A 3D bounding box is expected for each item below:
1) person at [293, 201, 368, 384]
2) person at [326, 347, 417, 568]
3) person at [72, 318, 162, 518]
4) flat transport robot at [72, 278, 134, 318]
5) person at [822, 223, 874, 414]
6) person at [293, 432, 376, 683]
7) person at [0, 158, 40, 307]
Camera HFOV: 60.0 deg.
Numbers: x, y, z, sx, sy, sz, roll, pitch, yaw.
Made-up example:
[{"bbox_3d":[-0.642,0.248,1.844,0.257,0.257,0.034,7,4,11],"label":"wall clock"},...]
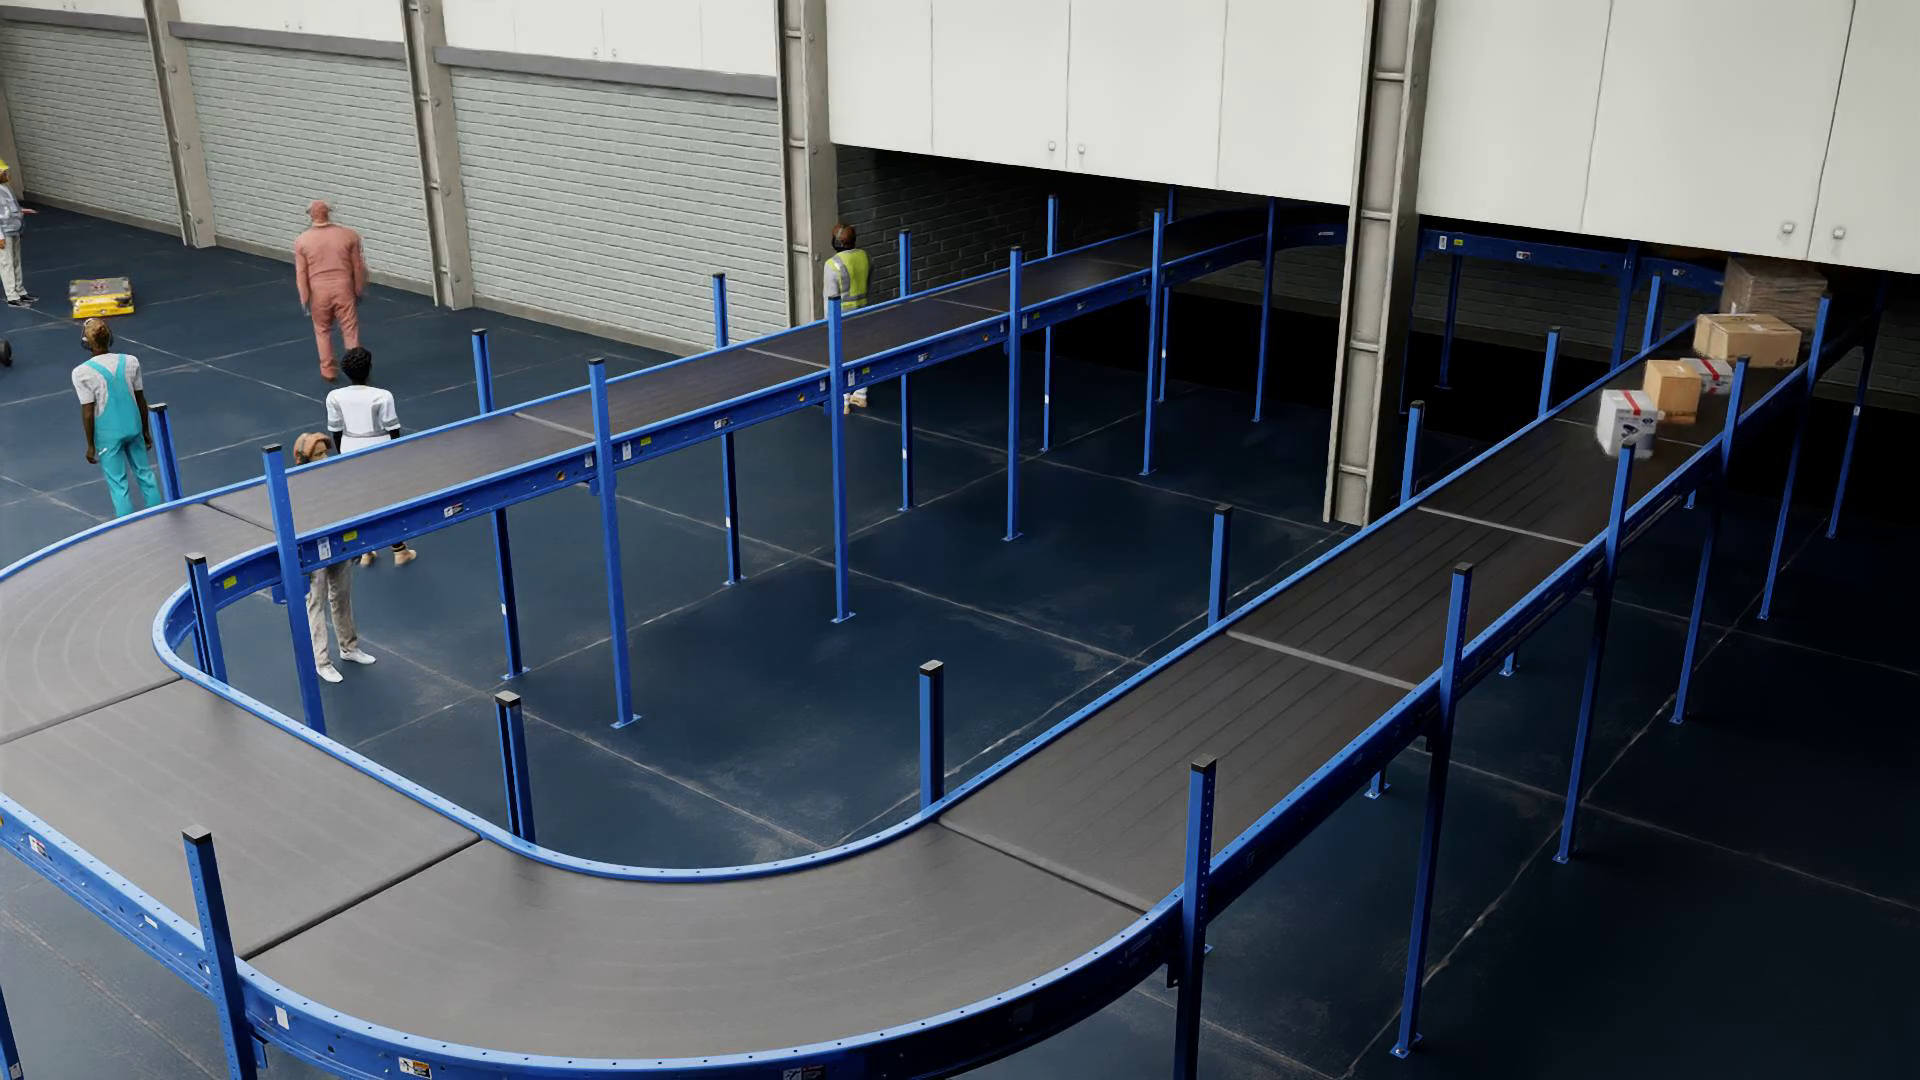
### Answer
[{"bbox_3d":[-6.436,-2.516,17.065,0.671,1.877,0.645,-12,24,-27],"label":"person"},{"bbox_3d":[-4.400,-0.607,12.411,0.529,1.697,0.321,1,21,2],"label":"person"},{"bbox_3d":[-6.412,-0.783,12.660,0.351,1.846,0.506,15,26,34],"label":"person"},{"bbox_3d":[-10.533,-2.993,20.390,0.652,0.197,1.431,-11,24,-25],"label":"flat transport robot"},{"bbox_3d":[-1.110,-2.154,16.145,0.429,1.846,0.629,16,27,35],"label":"person"},{"bbox_3d":[-4.079,0.096,10.702,0.307,1.643,0.514,9,23,22],"label":"person"},{"bbox_3d":[-11.597,-3.764,20.251,0.404,1.833,0.586,-3,22,-8],"label":"person"}]
